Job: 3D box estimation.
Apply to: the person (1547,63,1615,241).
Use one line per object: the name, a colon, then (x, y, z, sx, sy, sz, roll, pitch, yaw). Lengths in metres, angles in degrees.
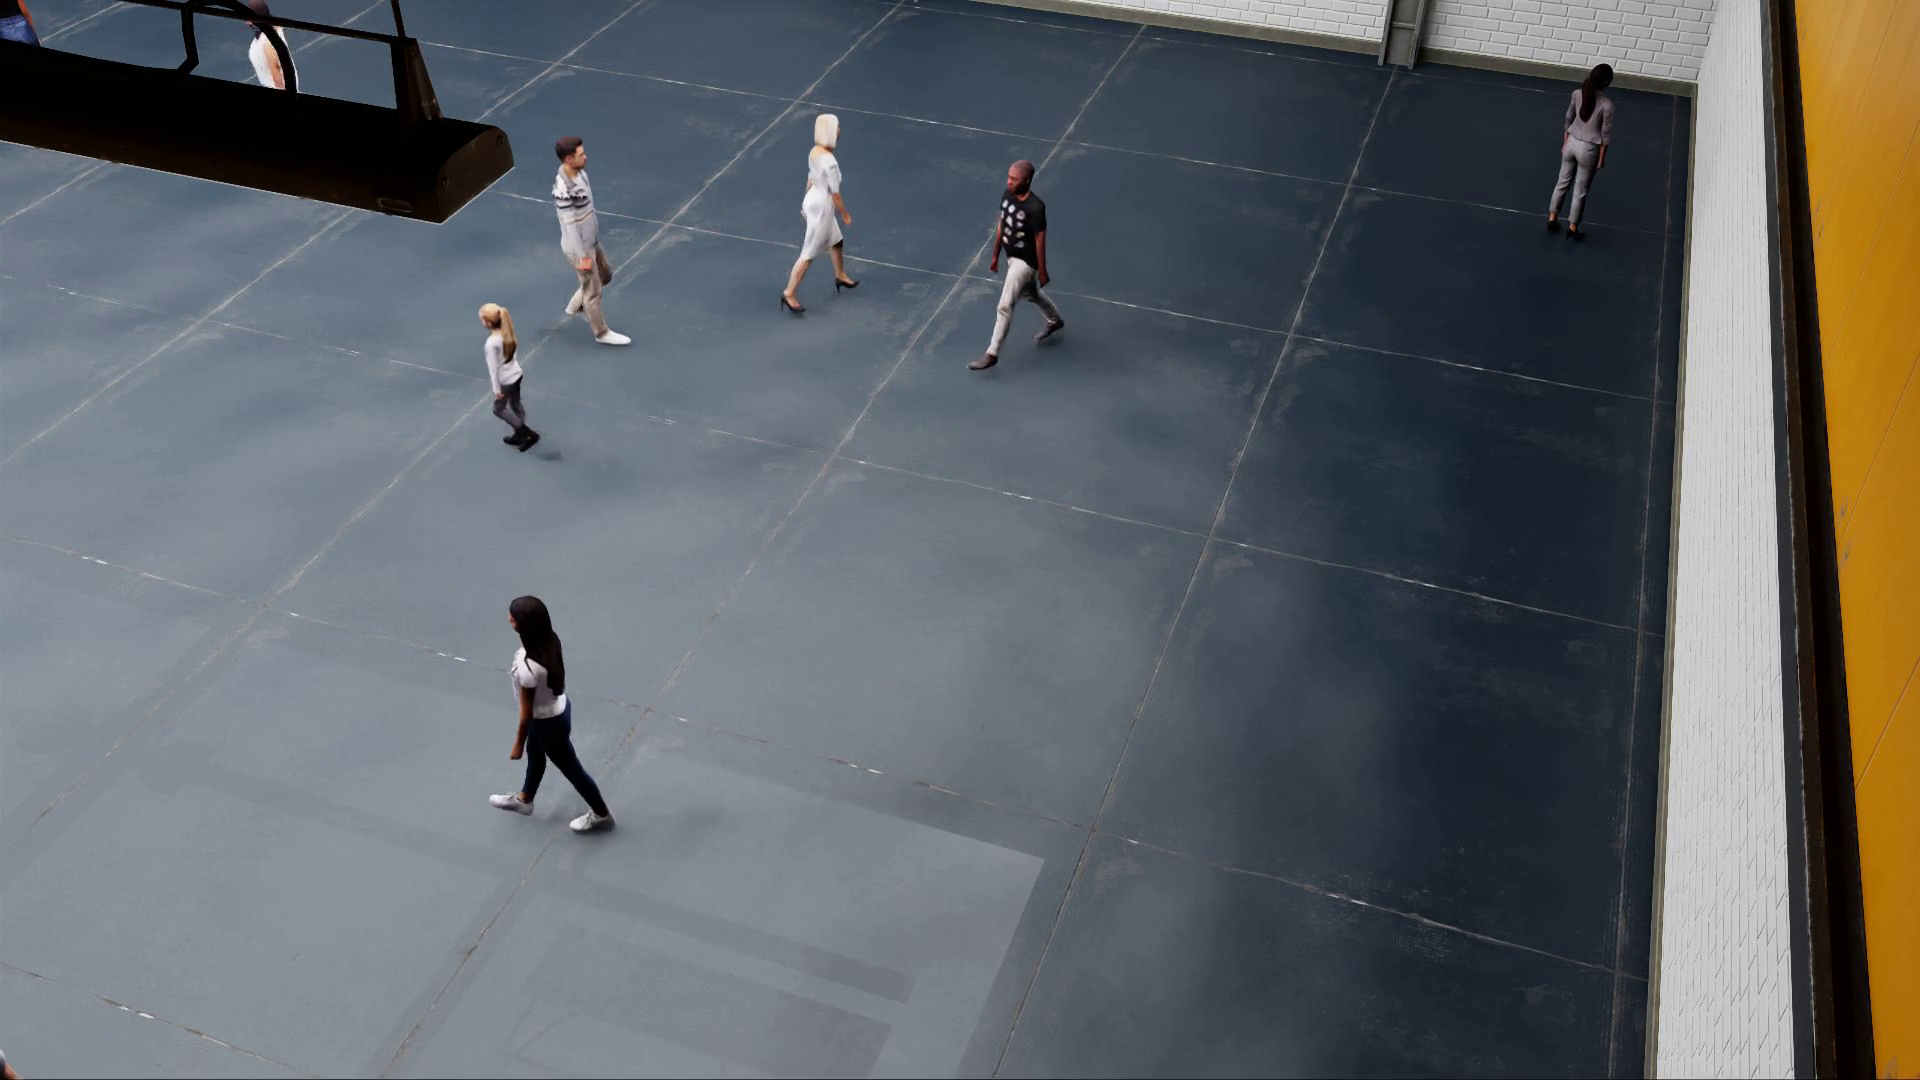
person: (5.698, -3.554, 15.239, 0.785, 1.678, 0.697, -25, 45, -28)

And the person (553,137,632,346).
person: (-3.176, -2.459, 13.737, 0.922, 1.843, 0.836, 2, 39, 2)

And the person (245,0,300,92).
person: (-6.691, -4.514, 16.447, 0.949, 1.671, 0.858, -6, 39, -8)

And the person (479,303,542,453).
person: (-3.389, -1.216, 12.637, 0.604, 1.273, 0.499, 13, 40, 16)

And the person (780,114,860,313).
person: (-1.261, -2.748, 14.221, 1.069, 1.690, 0.967, -10, 40, -12)

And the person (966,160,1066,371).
person: (0.585, -2.281, 13.592, 1.257, 1.745, 1.270, -20, 43, -23)

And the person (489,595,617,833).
person: (-2.234, 1.031, 9.438, 1.065, 1.753, 0.865, -4, 39, -4)
